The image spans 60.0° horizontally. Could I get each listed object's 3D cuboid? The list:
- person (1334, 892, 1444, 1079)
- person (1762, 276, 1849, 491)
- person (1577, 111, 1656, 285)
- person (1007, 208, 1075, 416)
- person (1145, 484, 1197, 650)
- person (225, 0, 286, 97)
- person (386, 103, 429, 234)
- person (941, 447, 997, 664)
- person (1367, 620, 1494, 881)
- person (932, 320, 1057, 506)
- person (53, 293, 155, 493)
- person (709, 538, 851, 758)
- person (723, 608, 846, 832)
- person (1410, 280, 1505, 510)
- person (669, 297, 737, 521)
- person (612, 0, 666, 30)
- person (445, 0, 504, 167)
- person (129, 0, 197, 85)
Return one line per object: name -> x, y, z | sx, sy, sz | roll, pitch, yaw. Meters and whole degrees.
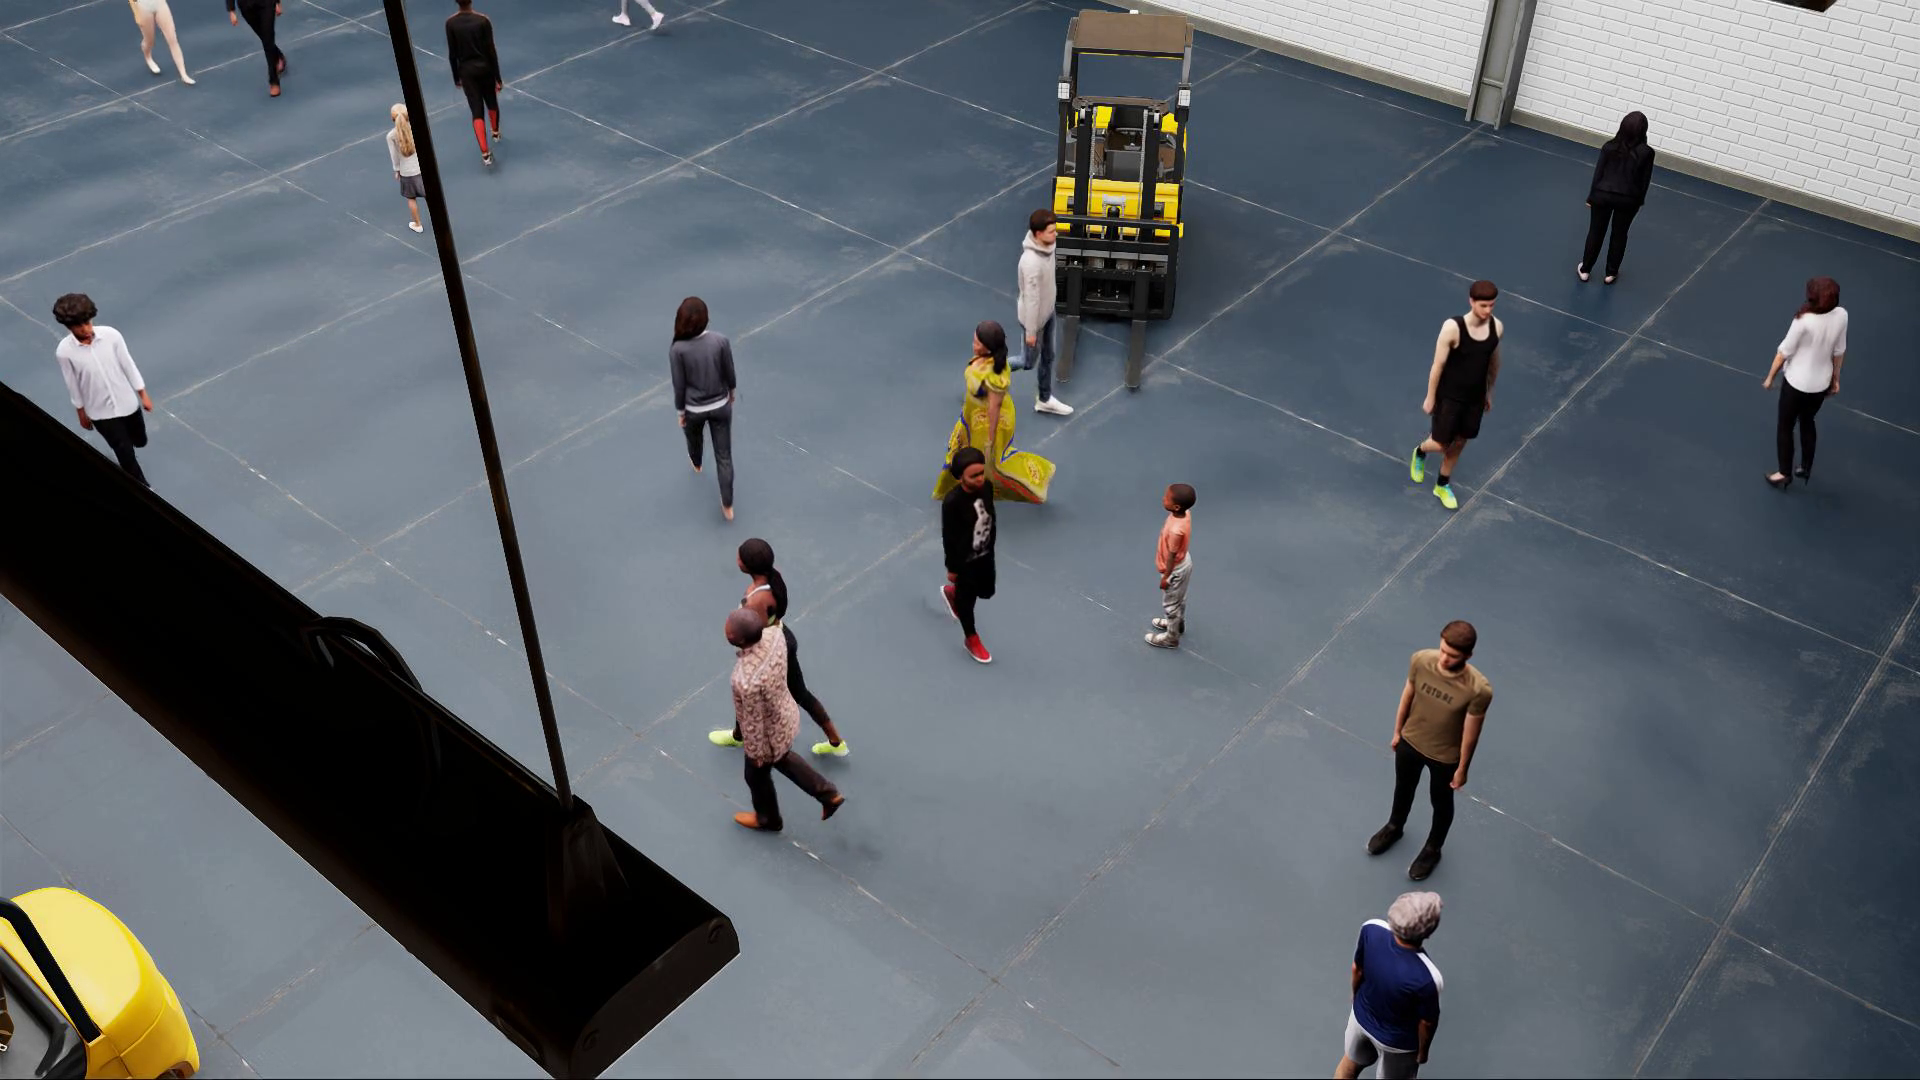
person -> 2.072, 2.333, 8.050 | 0.734, 1.839, 0.558 | -27, 46, -30
person -> 6.376, -1.120, 12.443 | 0.786, 1.752, 0.826 | 1, 39, 2
person -> 5.920, -3.086, 15.015 | 0.696, 1.615, 0.808 | 11, 40, 13
person -> 0.519, -1.807, 13.239 | 1.184, 1.831, 0.933 | 12, 40, 14
person -> 1.458, 0.167, 11.185 | 0.569, 1.310, 0.541 | 10, 40, 13
person -> -7.785, -5.960, 18.437 | 1.220, 1.834, 1.334 | -6, 39, -8
person -> -5.237, -3.563, 15.885 | 0.560, 1.275, 0.589 | -22, 44, -25
person -> 0.022, 0.061, 11.034 | 0.706, 1.665, 0.885 | -25, 45, -28
person -> 2.714, 1.165, 9.503 | 0.499, 1.850, 0.720 | 31, 48, 33
person -> 0.294, -0.891, 12.247 | 1.248, 1.638, 1.254 | -8, 39, -10
person -> -6.335, -1.065, 12.348 | 0.787, 1.785, 1.060 | -27, 46, -29
person -> -1.053, 0.723, 10.170 | 1.228, 1.708, 0.925 | 10, 40, 12
person -> -1.032, 1.098, 9.640 | 1.055, 1.783, 0.919 | 14, 41, 16
person -> 3.686, -1.136, 12.360 | 0.892, 1.880, 0.966 | -9, 40, -11
person -> -1.838, -0.921, 12.222 | 1.023, 1.717, 1.194 | -11, 40, -13
person -> -3.881, -6.821, 19.714 | 1.078, 1.586, 0.772 | 14, 41, 17
person -> -4.911, -4.681, 16.896 | 1.137, 1.760, 1.278 | -7, 39, -8
person -> -9.074, -5.919, 18.569 | 1.042, 1.606, 0.565 | 28, 47, 31
